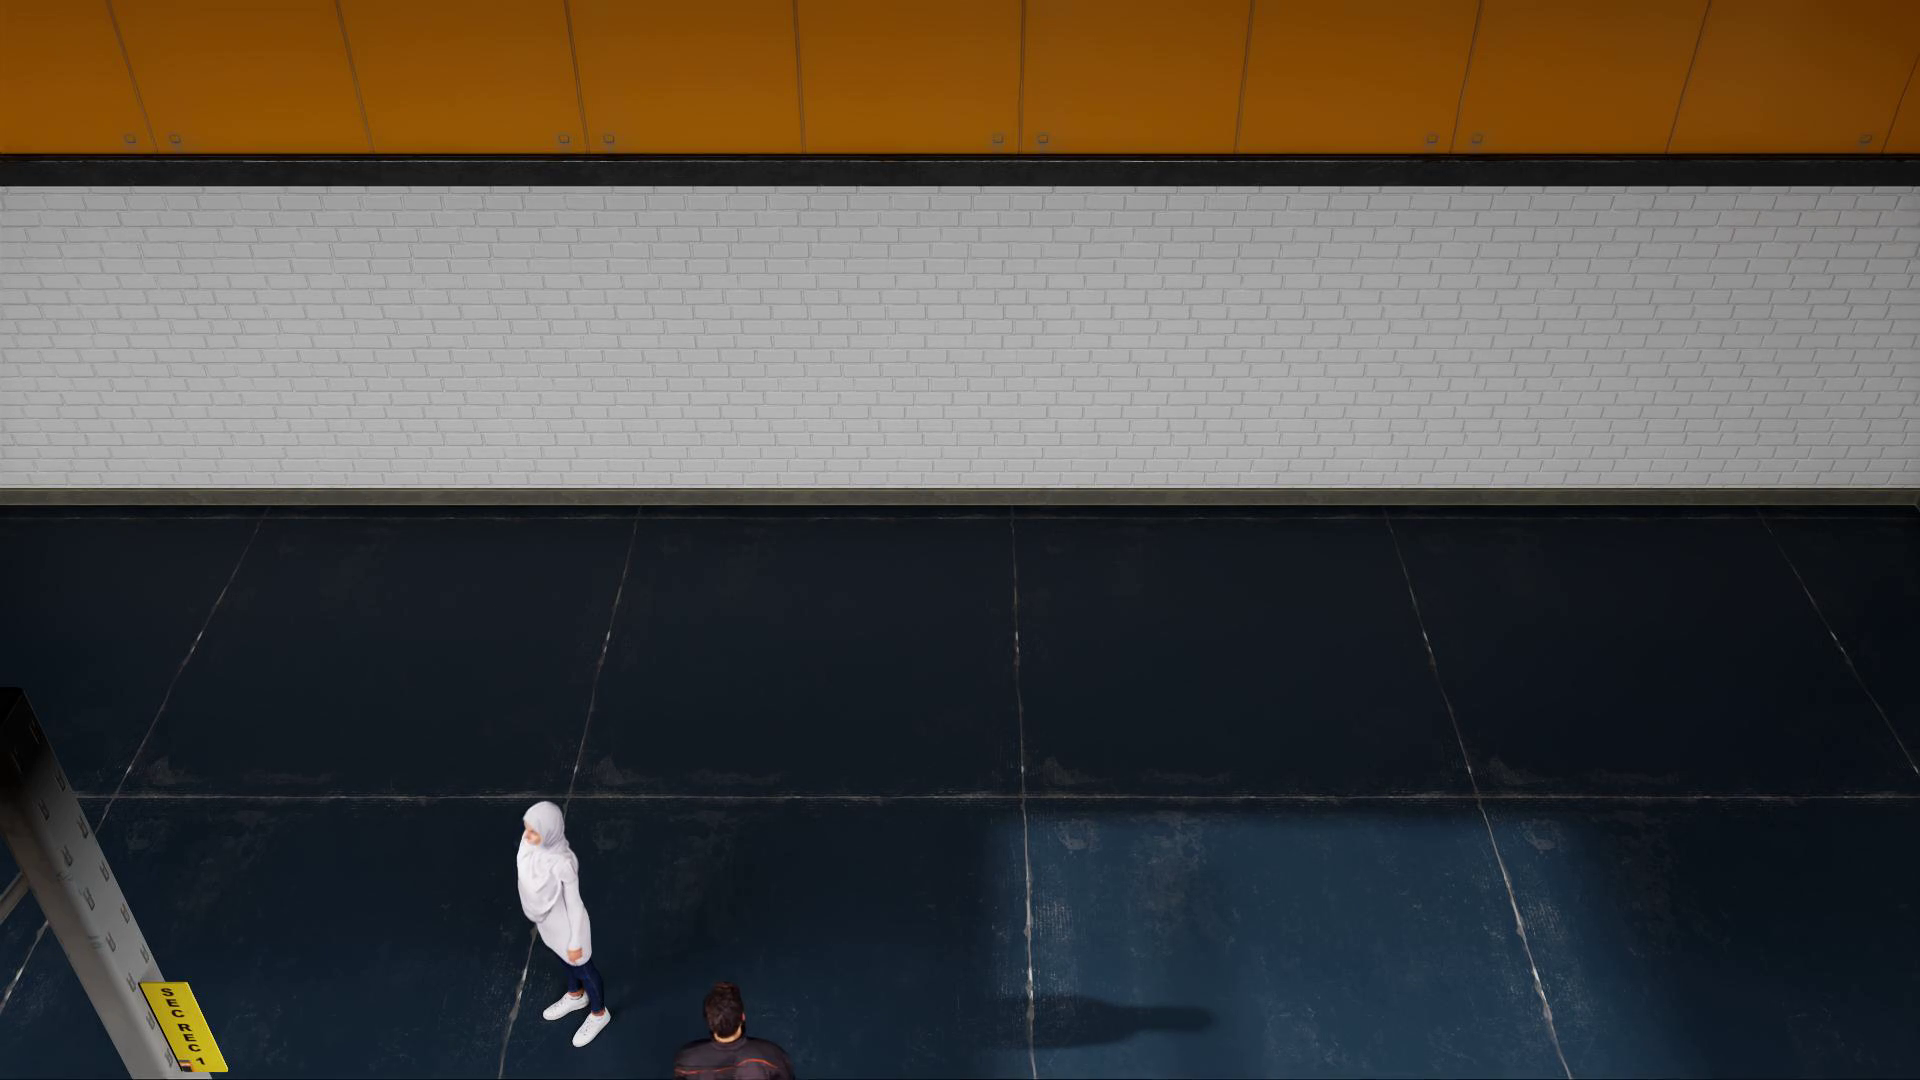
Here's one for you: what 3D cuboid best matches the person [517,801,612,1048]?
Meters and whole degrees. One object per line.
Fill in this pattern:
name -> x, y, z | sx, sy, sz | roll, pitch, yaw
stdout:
person -> -2.168, 2.073, 9.072 | 0.679, 1.767, 0.738 | 32, 48, 33

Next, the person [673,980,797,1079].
person -> -1.044, 2.813, 8.006 | 0.699, 1.941, 0.607 | 0, 39, 0
